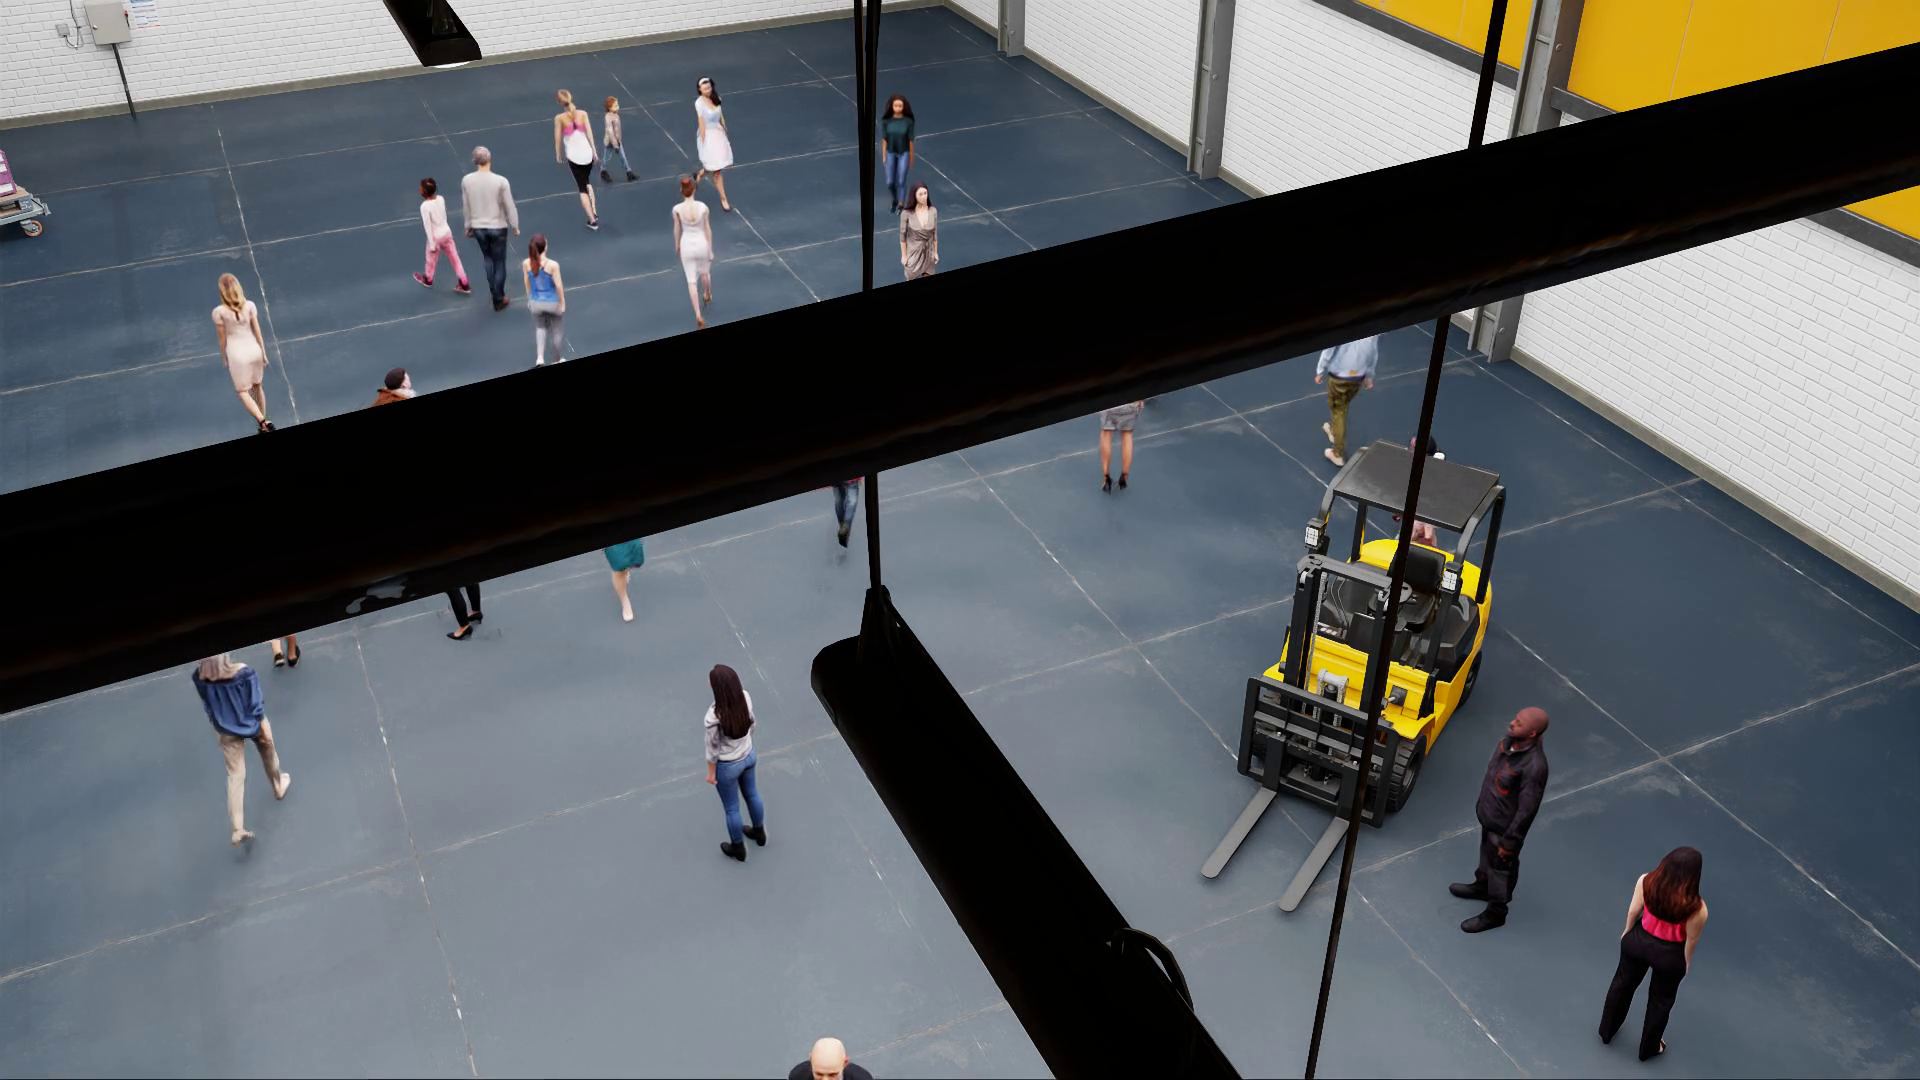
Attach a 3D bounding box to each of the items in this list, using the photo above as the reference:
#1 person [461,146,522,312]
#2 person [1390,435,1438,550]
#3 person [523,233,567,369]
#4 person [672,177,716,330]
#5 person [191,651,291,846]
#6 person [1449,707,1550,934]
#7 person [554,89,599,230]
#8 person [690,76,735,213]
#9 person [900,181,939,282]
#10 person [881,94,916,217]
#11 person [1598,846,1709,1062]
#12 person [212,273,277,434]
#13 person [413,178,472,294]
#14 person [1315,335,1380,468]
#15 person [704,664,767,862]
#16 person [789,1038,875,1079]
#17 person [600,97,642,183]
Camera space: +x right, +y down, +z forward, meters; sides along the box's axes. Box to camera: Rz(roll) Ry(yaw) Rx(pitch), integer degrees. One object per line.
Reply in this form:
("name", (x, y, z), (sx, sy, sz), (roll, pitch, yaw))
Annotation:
("person", (-5.397, -3.508, 19.030), (0.929, 1.869, 0.952), (3, 34, 5))
("person", (3.982, -0.120, 14.114), (1.129, 1.669, 1.186), (4, 34, 6))
("person", (-4.440, -2.476, 17.720), (0.762, 1.601, 0.850), (4, 34, 6))
("person", (-2.982, -3.160, 18.605), (0.854, 1.760, 1.100), (-1, 34, -2))
("person", (-5.142, 1.406, 11.822), (0.898, 1.665, 1.189), (-2, 34, -3))
("person", (3.653, 1.822, 11.052), (0.848, 1.826, 0.707), (0, 34, 0))
("person", (-4.789, -4.797, 21.081), (0.652, 1.746, 0.722), (-12, 35, -17))
("person", (-3.279, -5.129, 21.544), (1.089, 1.786, 0.908), (24, 40, 31))
("person", (-0.455, -3.193, 18.666), (0.599, 1.747, 0.520), (-12, 35, -17))
("person", (-0.794, -4.994, 21.504), (0.711, 1.605, 0.752), (2, 34, 3))
("person", (4.261, 2.507, 10.170), (0.579, 1.660, 0.713), (27, 42, 34))
("person", (-7.047, -1.750, 16.436), (0.704, 1.814, 0.974), (-22, 40, -30))
("person", (-6.046, -3.545, 19.499), (1.055, 1.411, 0.915), (17, 37, 24))
("person", (3.779, -1.544, 16.145), (0.780, 1.792, 0.962), (-9, 35, -14))
("person", (-1.570, 1.551, 11.635), (0.684, 1.630, 0.675), (21, 39, 28))
("person", (-0.634, 3.233, 8.982), (0.983, 1.766, 1.149), (2, 34, 3))
("person", (-4.751, -5.411, 22.528), (0.874, 1.165, 0.796), (14, 36, 19))
